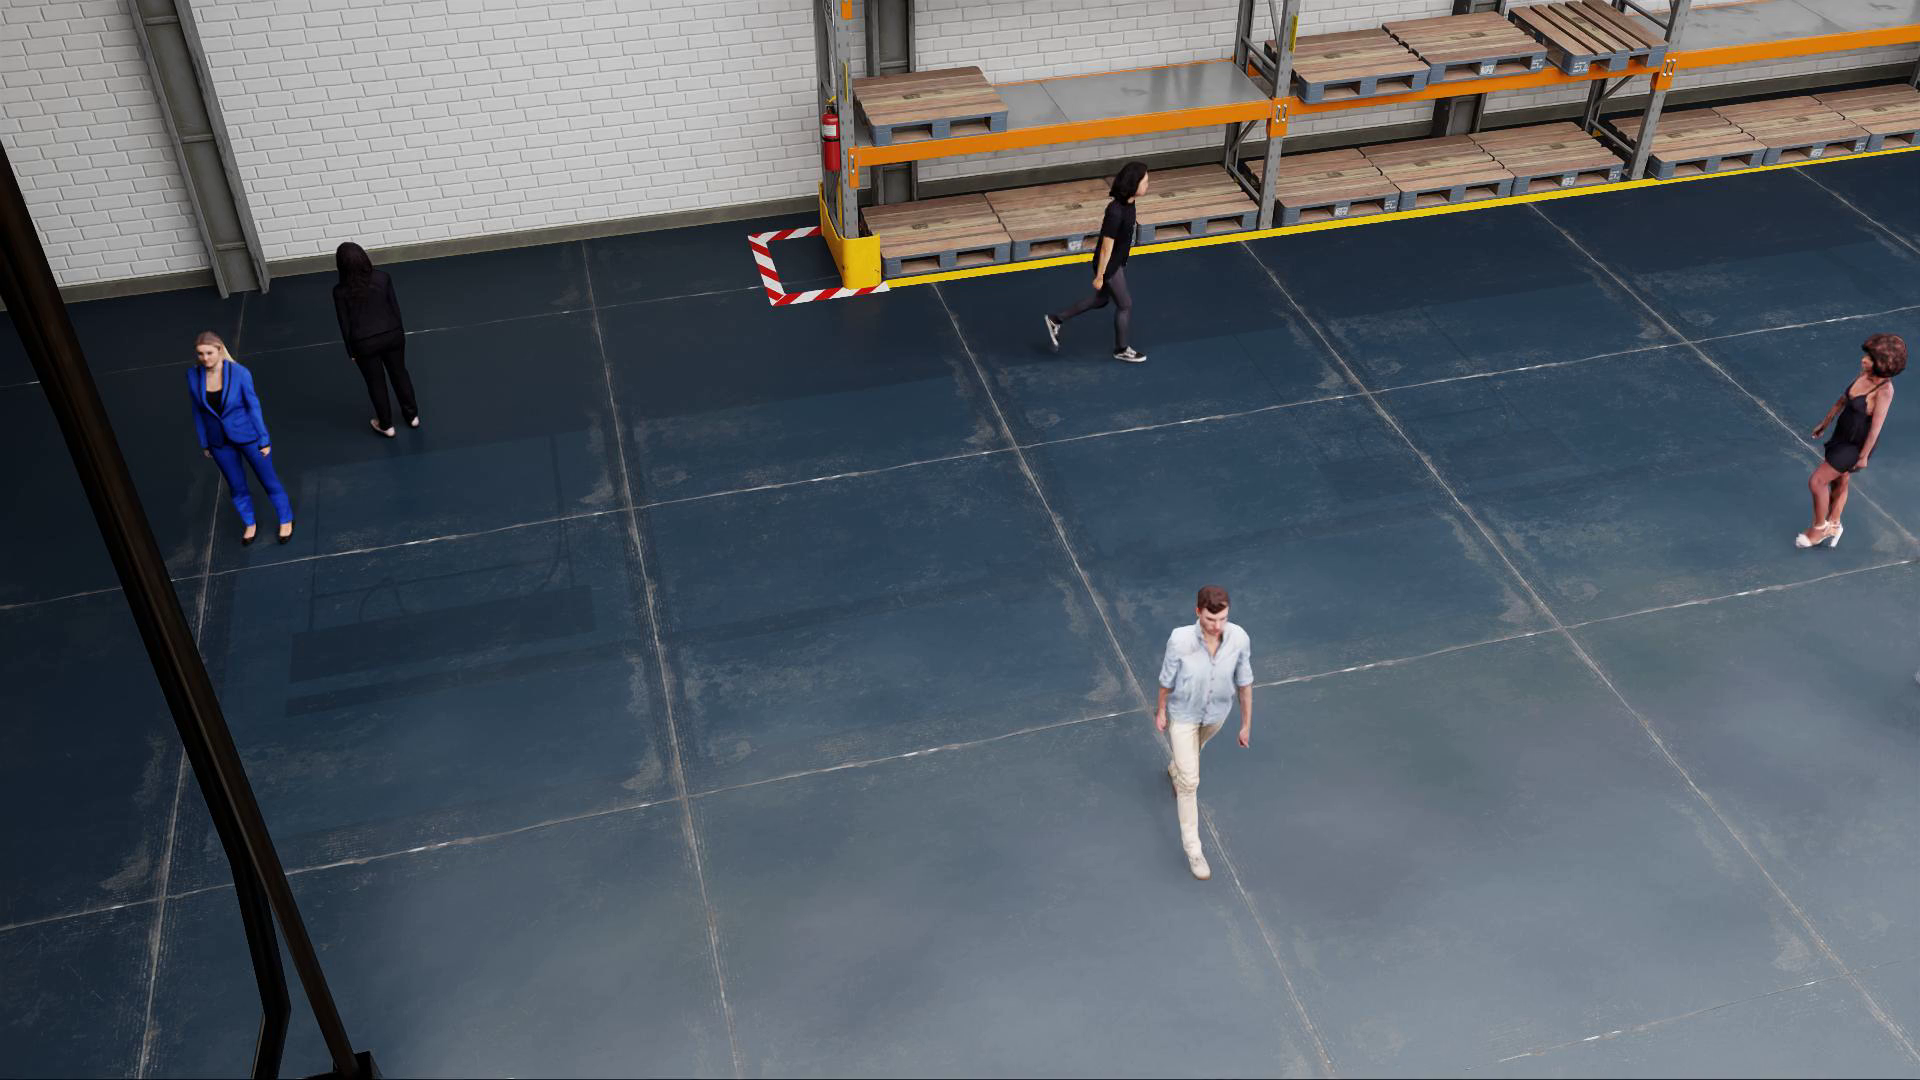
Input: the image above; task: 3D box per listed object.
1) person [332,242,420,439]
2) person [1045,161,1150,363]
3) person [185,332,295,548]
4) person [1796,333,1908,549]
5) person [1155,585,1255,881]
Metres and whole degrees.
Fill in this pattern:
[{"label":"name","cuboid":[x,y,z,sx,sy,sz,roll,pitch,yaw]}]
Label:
[{"label":"person","cuboid":[-4.475,-1.538,12.747,0.720,1.613,0.813,-31,48,-33]},{"label":"person","cuboid":[1.120,-2.240,13.498,1.214,1.773,1.000,10,40,12]},{"label":"person","cuboid":[-5.048,-0.722,11.656,0.543,1.699,0.723,-2,39,-2]},{"label":"person","cuboid":[6.260,-0.652,11.508,0.736,1.774,0.678,7,39,9]},{"label":"person","cuboid":[1.353,0.932,9.508,1.153,1.796,0.798,-6,39,-8]}]
